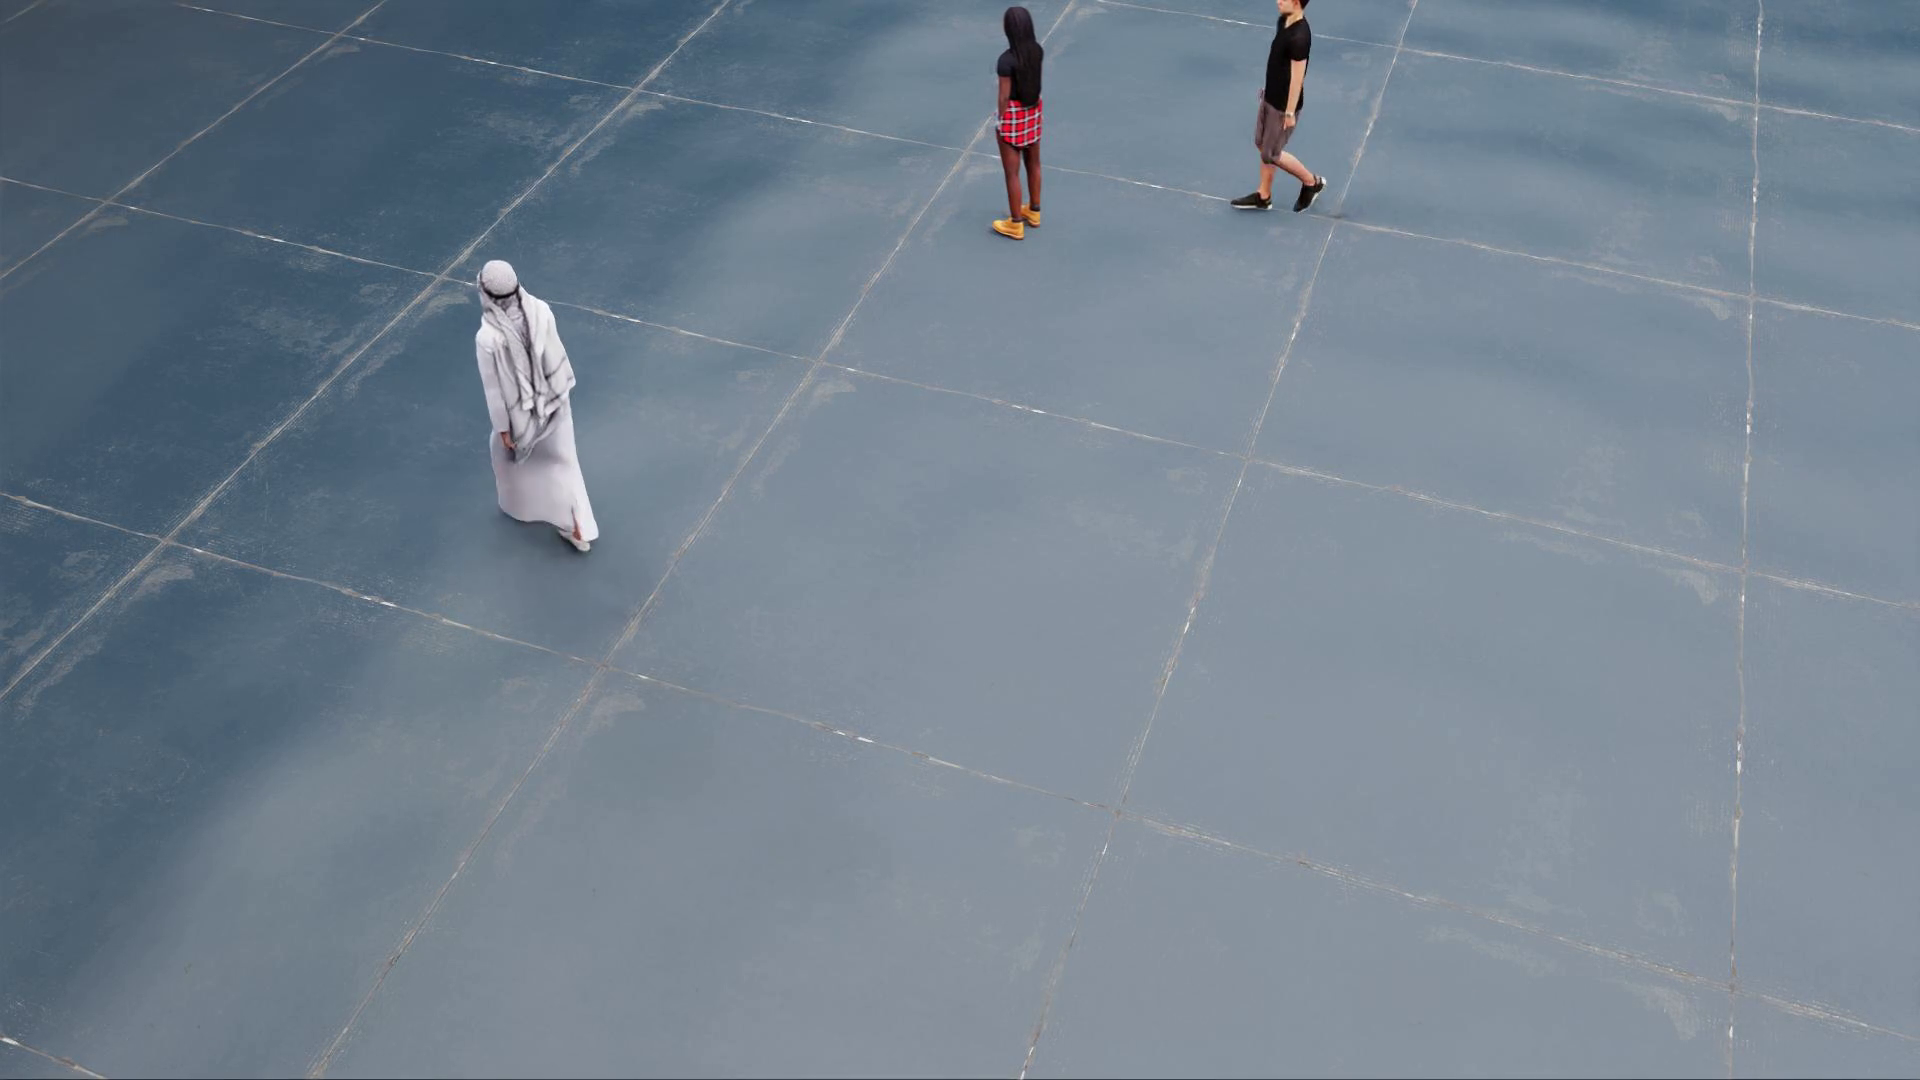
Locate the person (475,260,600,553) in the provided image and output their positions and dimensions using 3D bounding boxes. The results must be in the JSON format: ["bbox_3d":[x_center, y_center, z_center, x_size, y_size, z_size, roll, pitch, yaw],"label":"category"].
[{"bbox_3d":[-2.370,-0.696,9.424,0.966,1.901,1.116,-30,51,-28],"label":"person"}]

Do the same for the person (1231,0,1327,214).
[{"bbox_3d":[2.442,-3.222,12.170,1.027,1.845,0.879,-2,43,-2],"label":"person"}]

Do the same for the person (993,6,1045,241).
[{"bbox_3d":[0.438,-3.016,12.042,0.711,1.718,0.685,31,51,29],"label":"person"}]
